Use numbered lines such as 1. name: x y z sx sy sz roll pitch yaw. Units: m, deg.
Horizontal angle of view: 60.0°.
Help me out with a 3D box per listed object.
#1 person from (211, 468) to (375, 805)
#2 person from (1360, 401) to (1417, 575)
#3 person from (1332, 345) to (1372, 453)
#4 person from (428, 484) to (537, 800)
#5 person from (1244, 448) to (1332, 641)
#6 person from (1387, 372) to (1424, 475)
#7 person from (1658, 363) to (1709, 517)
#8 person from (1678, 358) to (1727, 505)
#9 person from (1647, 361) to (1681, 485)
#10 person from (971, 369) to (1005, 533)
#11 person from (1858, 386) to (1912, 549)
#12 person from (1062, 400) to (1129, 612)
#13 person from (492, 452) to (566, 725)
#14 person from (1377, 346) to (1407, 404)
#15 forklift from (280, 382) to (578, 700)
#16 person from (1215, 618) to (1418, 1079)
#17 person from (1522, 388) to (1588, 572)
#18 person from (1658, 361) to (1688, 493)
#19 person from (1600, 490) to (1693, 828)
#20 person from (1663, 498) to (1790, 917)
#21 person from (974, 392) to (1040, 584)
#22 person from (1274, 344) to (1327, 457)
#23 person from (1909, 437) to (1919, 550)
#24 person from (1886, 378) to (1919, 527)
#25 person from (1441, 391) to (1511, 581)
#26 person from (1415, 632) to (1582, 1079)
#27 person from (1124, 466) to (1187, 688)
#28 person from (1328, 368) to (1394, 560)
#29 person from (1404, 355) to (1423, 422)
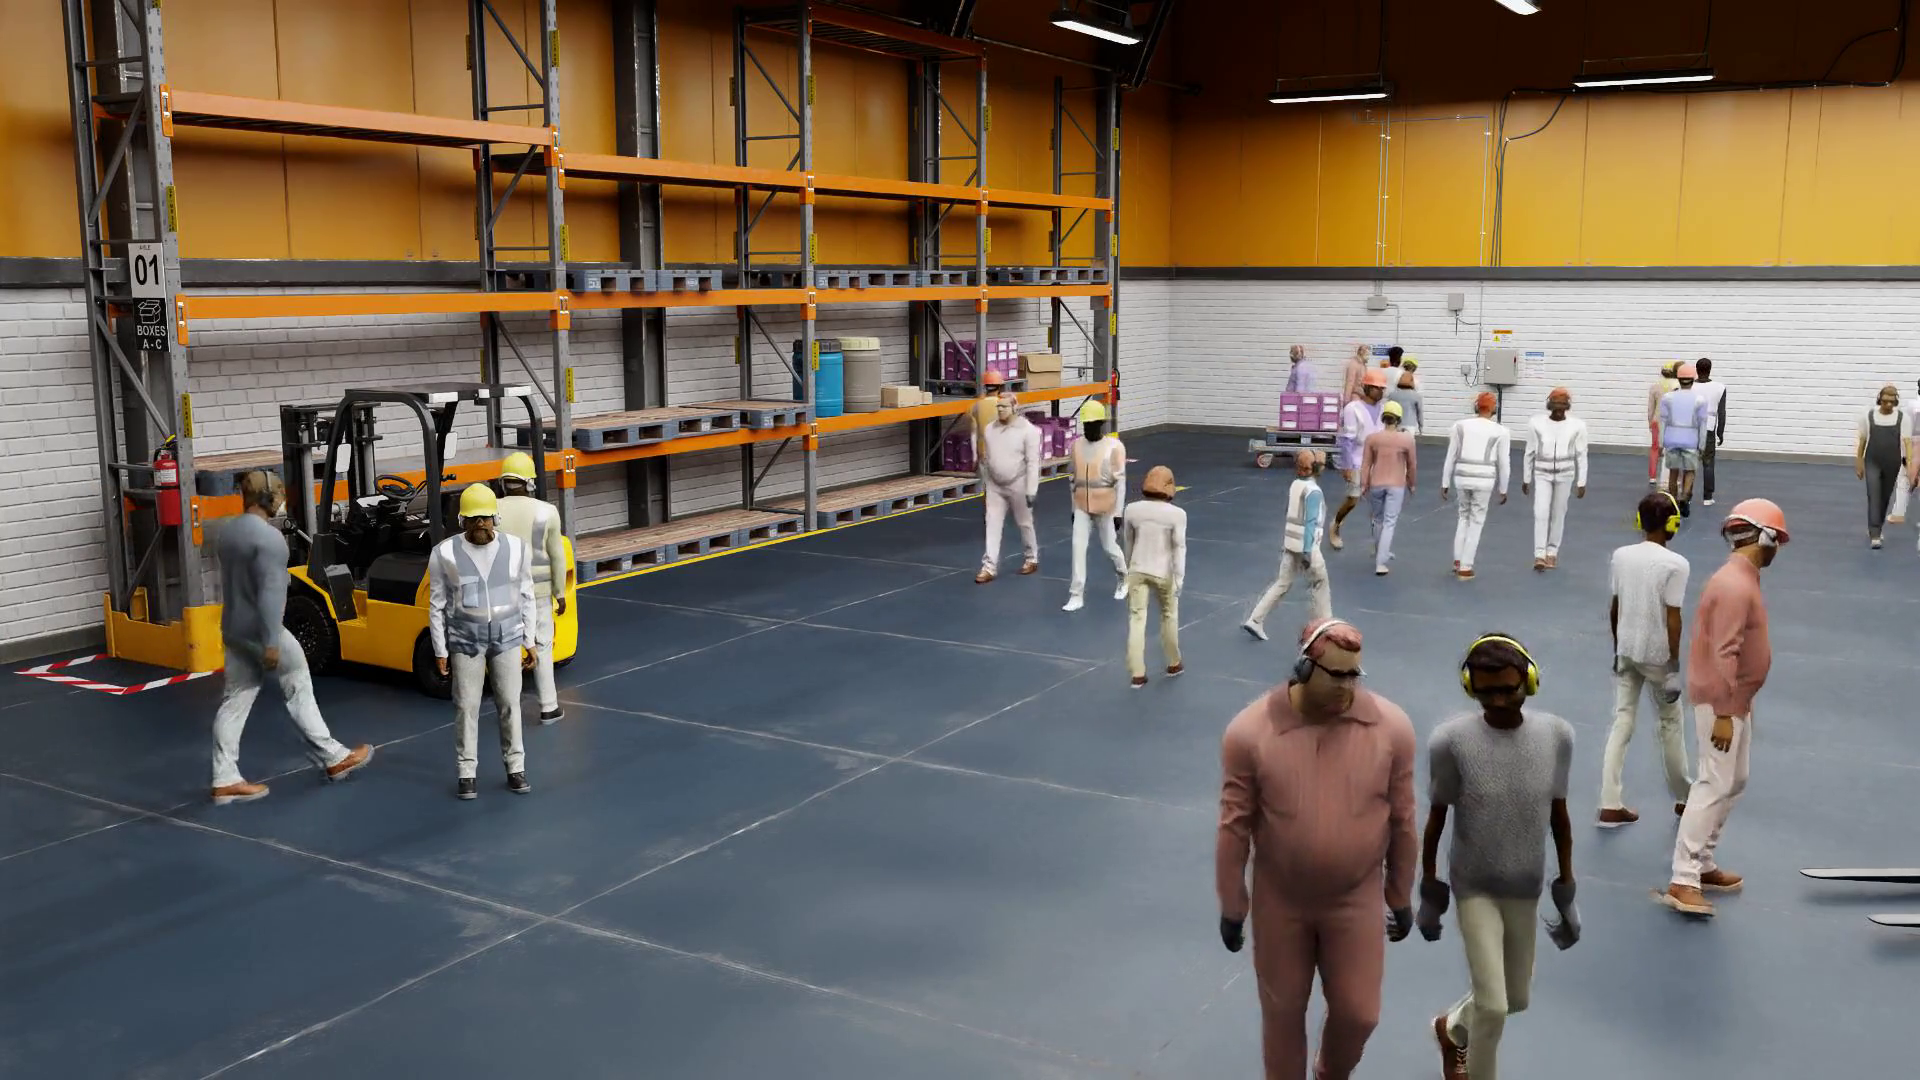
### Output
1. person: -3.940 0.533 9.621 0.638 1.886 1.006 8 12 41
2. person: 4.337 -0.537 16.815 0.520 1.716 0.871 5 10 29
3. person: 6.553 -2.316 27.550 0.935 1.843 0.679 4 10 22
4. person: -2.730 0.578 9.553 0.596 1.826 0.403 -4 10 -24
5. person: 2.733 0.049 13.530 0.830 1.601 0.526 -2 9 -10
6. person: 6.424 -1.624 24.017 0.516 1.580 0.902 4 10 21
7. person: 8.820 -1.197 20.327 0.547 1.918 0.566 5 10 28
8. person: 9.637 -1.406 21.654 0.587 1.913 0.391 4 10 22
9. person: 10.068 -1.664 23.713 0.526 1.768 0.331 9 13 44
10. person: 0.379 -0.990 19.016 0.572 1.926 0.500 4 10 23
11. person: 10.232 -0.822 18.440 0.532 1.792 1.002 4 10 23
12. person: 1.263 -0.335 15.072 0.595 1.890 0.963 6 11 33
13. person: -2.915 0.328 11.077 0.600 1.829 0.404 0 9 -2
14. person: 6.548 -1.999 25.336 0.610 1.928 0.990 8 12 40
15. forklift: -3.974 -0.067 12.417 2.313 2.155 1.214 5 11 30
16. person: 1.184 1.179 5.561 0.662 1.889 0.416 2 9 11
17. person: 5.982 -0.587 16.732 0.611 1.844 0.923 3 10 19
18. person: 9.815 -1.539 22.786 0.462 1.817 0.683 2 9 12
19. person: 3.809 0.644 9.083 0.788 1.836 0.559 -5 10 -29
20. person: 3.655 0.782 7.920 0.405 1.940 0.810 6 11 32
21. person: 0.489 -0.532 16.386 0.659 1.860 0.980 5 10 30
22. person: 5.600 -2.248 27.041 0.854 1.868 0.644 2 9 10
23. person: 10.187 -0.556 17.252 0.648 1.615 0.527 -9 13 -44
24. person: 11.410 -1.051 19.758 0.630 1.819 0.761 1 9 5
25. person: 5.080 -0.531 16.343 0.619 1.860 0.539 6 11 35
26. person: 1.832 1.182 5.764 0.526 1.830 0.745 -1 9 -6
27. person: 1.449 0.253 12.244 0.517 1.598 0.767 4 10 25
28. person: 4.299 -0.824 17.679 0.643 2.021 0.845 -3 10 -18
29. person: 6.895 -2.005 25.931 0.571 1.732 0.644 6 11 34
